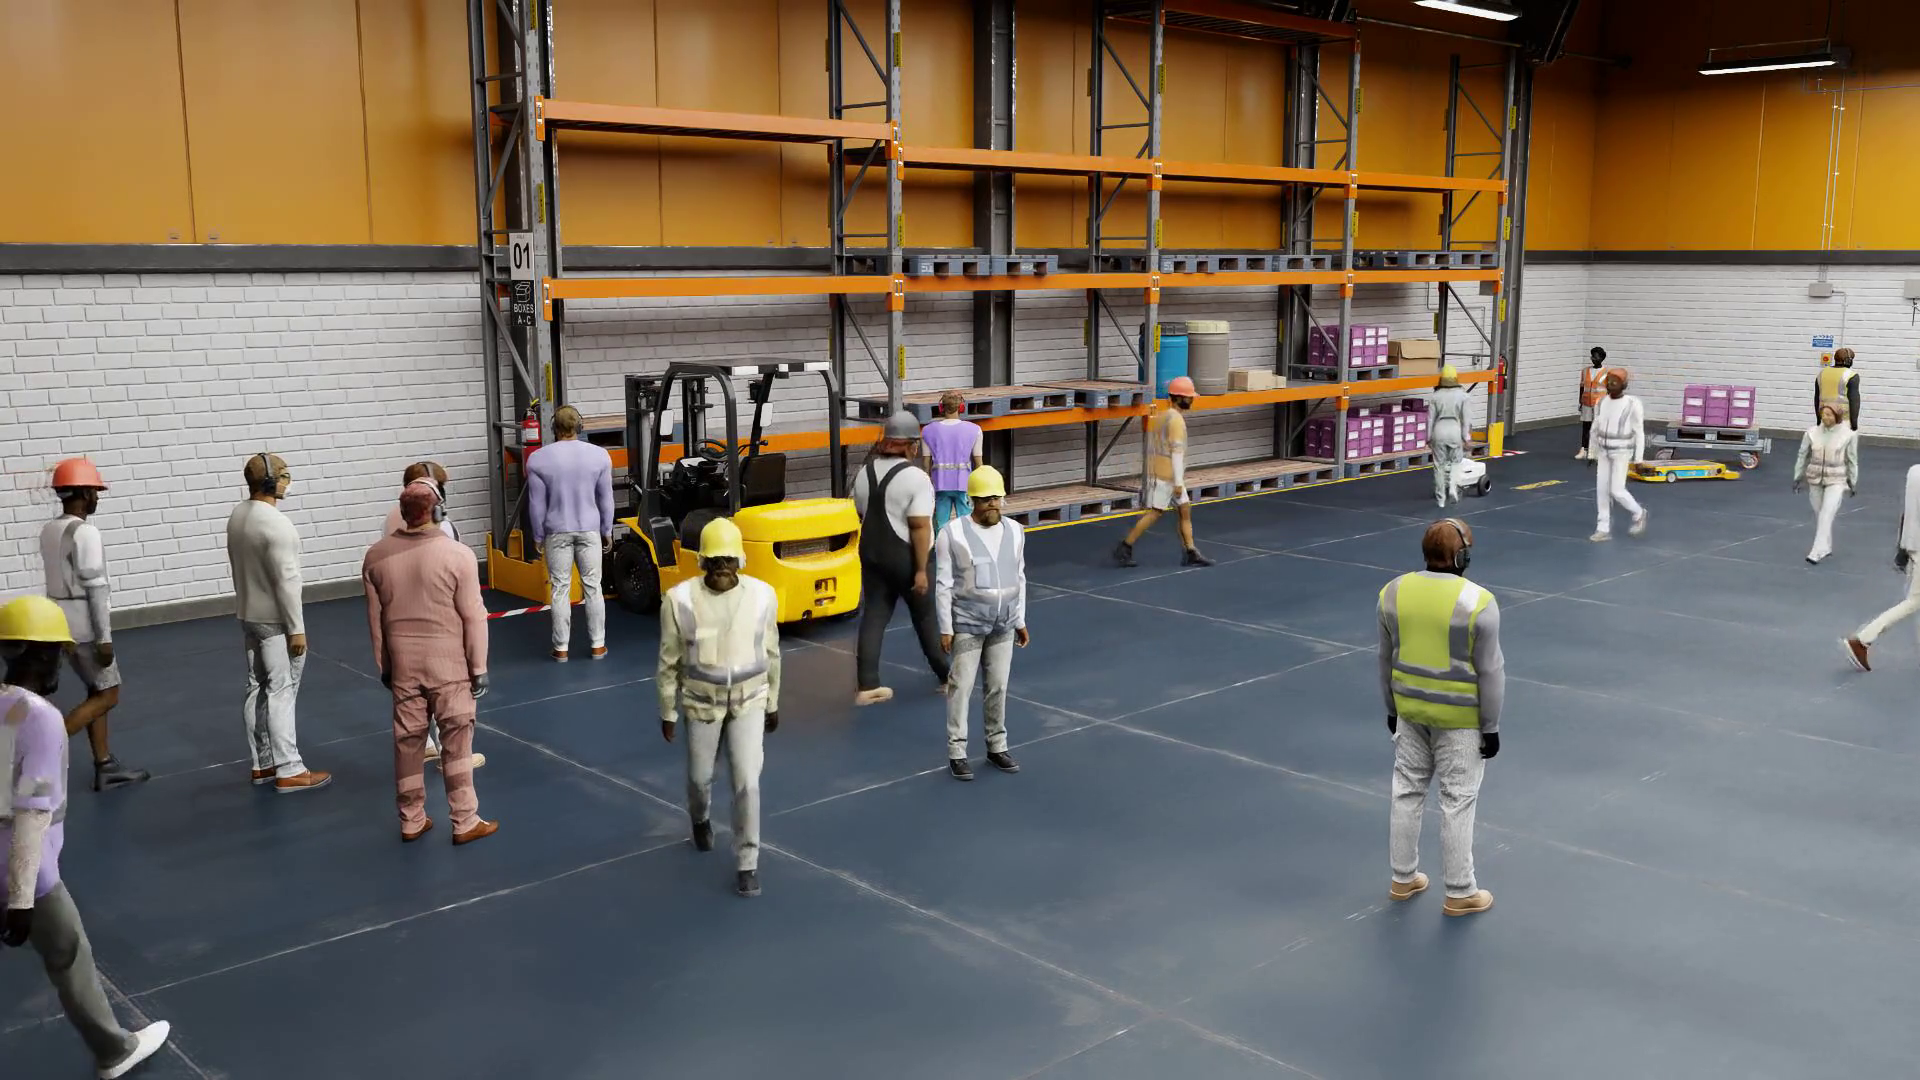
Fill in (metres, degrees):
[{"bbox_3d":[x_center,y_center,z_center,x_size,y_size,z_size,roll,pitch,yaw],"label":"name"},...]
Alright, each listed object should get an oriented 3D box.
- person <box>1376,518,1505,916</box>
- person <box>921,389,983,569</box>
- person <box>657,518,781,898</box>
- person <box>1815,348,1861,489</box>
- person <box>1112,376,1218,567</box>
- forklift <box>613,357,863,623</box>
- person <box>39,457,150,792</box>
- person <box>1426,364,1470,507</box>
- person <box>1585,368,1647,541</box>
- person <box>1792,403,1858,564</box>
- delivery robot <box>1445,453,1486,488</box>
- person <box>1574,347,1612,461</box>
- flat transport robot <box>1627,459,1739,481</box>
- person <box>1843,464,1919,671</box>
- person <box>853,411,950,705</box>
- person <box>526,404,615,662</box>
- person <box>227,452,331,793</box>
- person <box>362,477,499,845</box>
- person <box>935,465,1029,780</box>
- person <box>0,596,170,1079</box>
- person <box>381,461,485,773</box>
[{"bbox_3d":[2.236,0.811,7.715,0.429,1.845,0.625,-9,13,-43],"label":"person"},{"bbox_3d":[-0.066,-0.430,14.976,0.566,1.842,0.389,1,10,5],"label":"person"},{"bbox_3d":[-1.178,0.762,8.140,0.602,1.806,0.843,-3,10,-15],"label":"person"},{"bbox_3d":[11.510,-1.595,21.798,0.429,1.841,0.634,-4,10,-21],"label":"person"},{"bbox_3d":[1.987,-0.652,16.167,1.011,1.897,0.546,0,10,3],"label":"person"},{"bbox_3d":[-1.847,-0.414,13.852,1.214,2.155,2.313,-9,13,-42],"label":"forklift"},{"bbox_3d":[-4.970,0.506,9.291,0.582,1.912,0.615,8,13,41],"label":"person"},{"bbox_3d":[5.889,-1.259,20.123,0.503,1.731,0.379,2,10,13],"label":"person"},{"bbox_3d":[7.022,-0.907,17.702,0.538,1.866,0.608,-5,11,-27],"label":"person"},{"bbox_3d":[8.583,-0.570,16.521,0.859,1.589,0.549,-9,13,-41],"label":"person"},{"bbox_3d":[6.319,-0.858,20.974,0.707,0.478,0.477,-9,13,-43],"label":"delivery robot"},{"bbox_3d":[9.431,-2.019,24.706,0.319,1.697,0.533,-9,13,-42],"label":"person"},{"bbox_3d":[9.769,-0.953,22.633,1.431,0.197,0.652,-2,10,-13],"label":"flat transport robot"},{"bbox_3d":[6.946,0.069,12.087,0.874,1.843,0.527,1,10,7],"label":"person"},{"bbox_3d":[-0.342,0.090,11.355,0.701,2.000,0.913,9,13,42],"label":"person"},{"bbox_3d":[-2.904,-0.048,12.458,0.631,1.940,0.372,-3,10,-18],"label":"person"},{"bbox_3d":[-3.902,0.466,9.453,0.629,1.940,0.372,9,13,41],"label":"person"},{"bbox_3d":[-2.713,0.627,8.586,0.642,1.913,0.408,2,10,12],"label":"person"},{"bbox_3d":[0.142,0.474,9.707,0.588,1.835,0.403,-5,11,-26],"label":"person"},{"bbox_3d":[-3.274,1.136,5.799,0.595,1.842,1.026,5,11,26],"label":"person"},{"bbox_3d":[-3.116,0.450,9.829,0.623,1.844,0.429,8,12,38],"label":"person"}]
